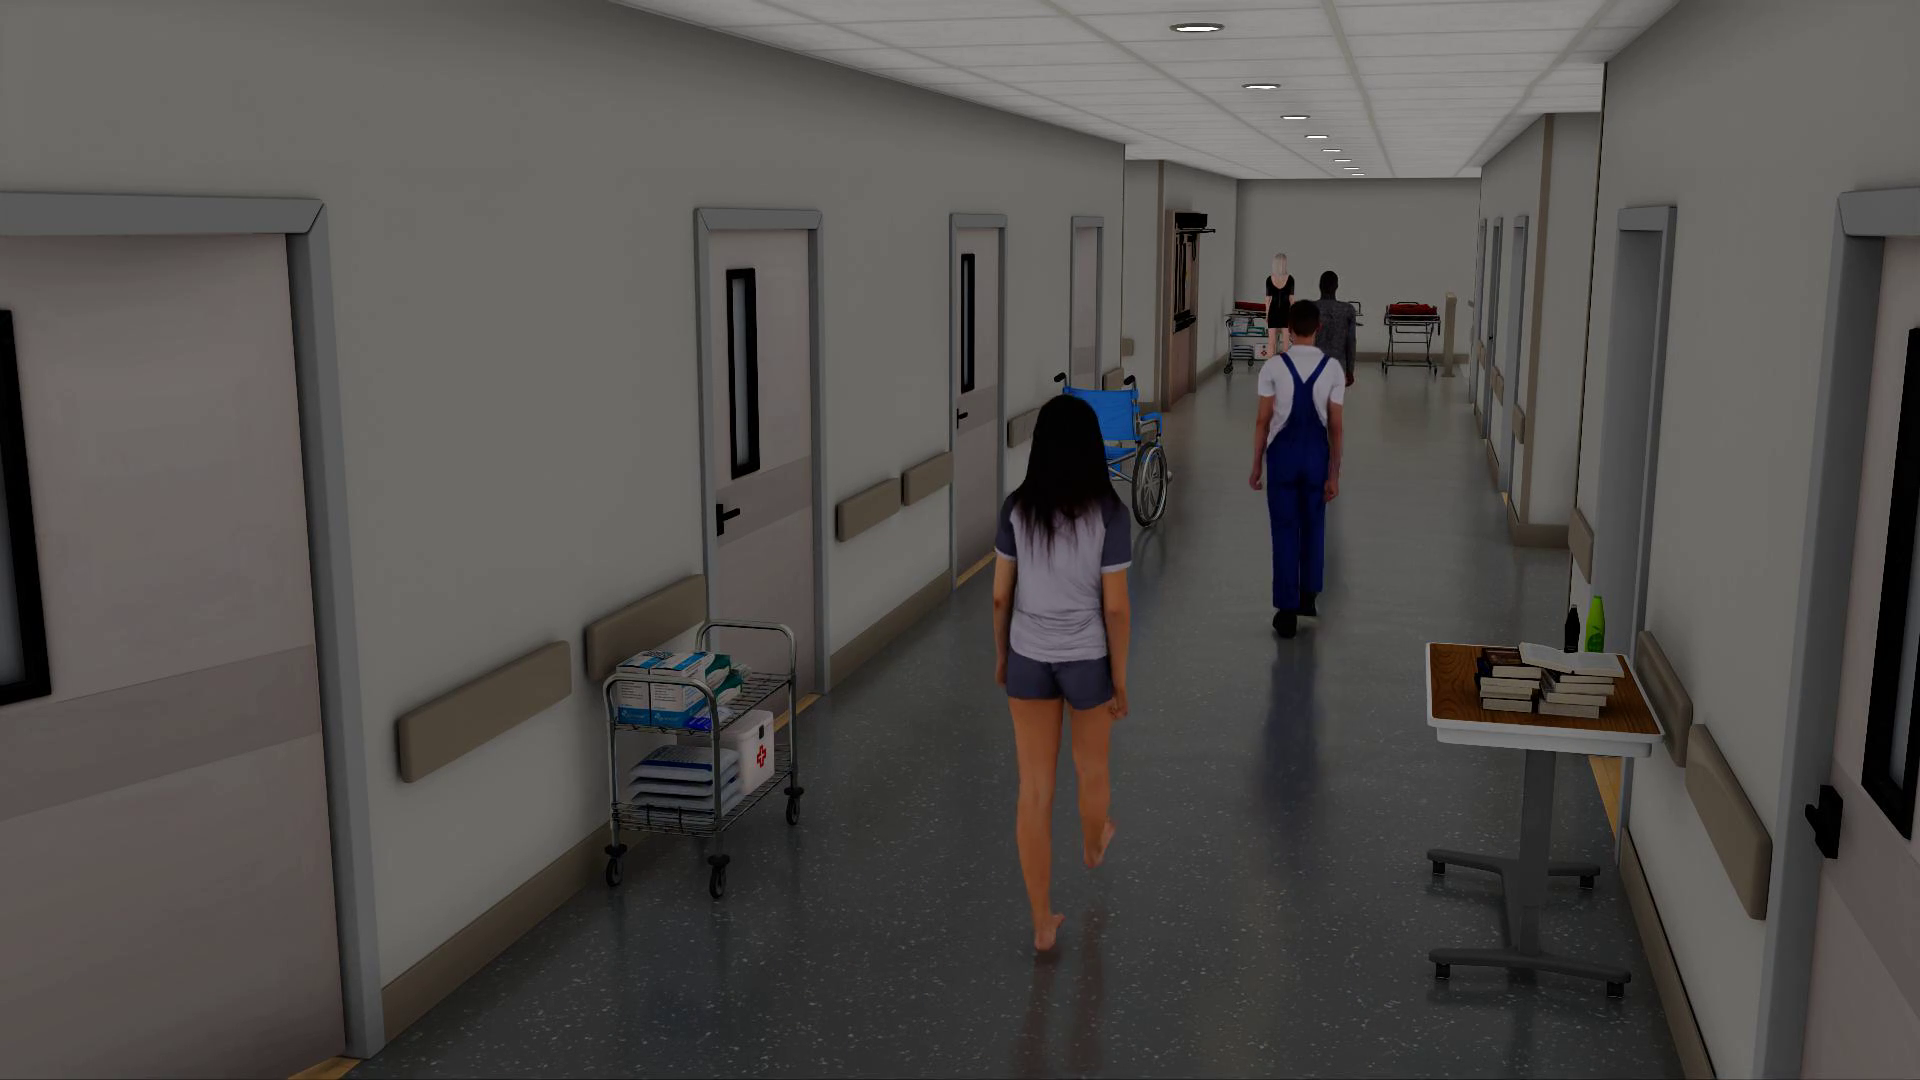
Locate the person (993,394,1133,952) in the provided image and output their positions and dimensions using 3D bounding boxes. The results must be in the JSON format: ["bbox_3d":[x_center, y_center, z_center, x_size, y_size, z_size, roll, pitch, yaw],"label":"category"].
[{"bbox_3d":[0.297,0.441,5.169,0.630,1.689,1.076,2,11,12],"label":"person"}]

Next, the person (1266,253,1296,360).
[{"bbox_3d":[4.713,-3.302,24.511,0.589,1.830,0.514,2,11,11],"label":"person"}]

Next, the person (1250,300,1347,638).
[{"bbox_3d":[1.857,-0.380,9.110,0.713,1.831,0.785,0,11,1],"label":"person"}]

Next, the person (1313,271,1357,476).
[{"bbox_3d":[3.314,-1.519,15.094,0.744,1.837,0.644,0,11,0],"label":"person"}]
